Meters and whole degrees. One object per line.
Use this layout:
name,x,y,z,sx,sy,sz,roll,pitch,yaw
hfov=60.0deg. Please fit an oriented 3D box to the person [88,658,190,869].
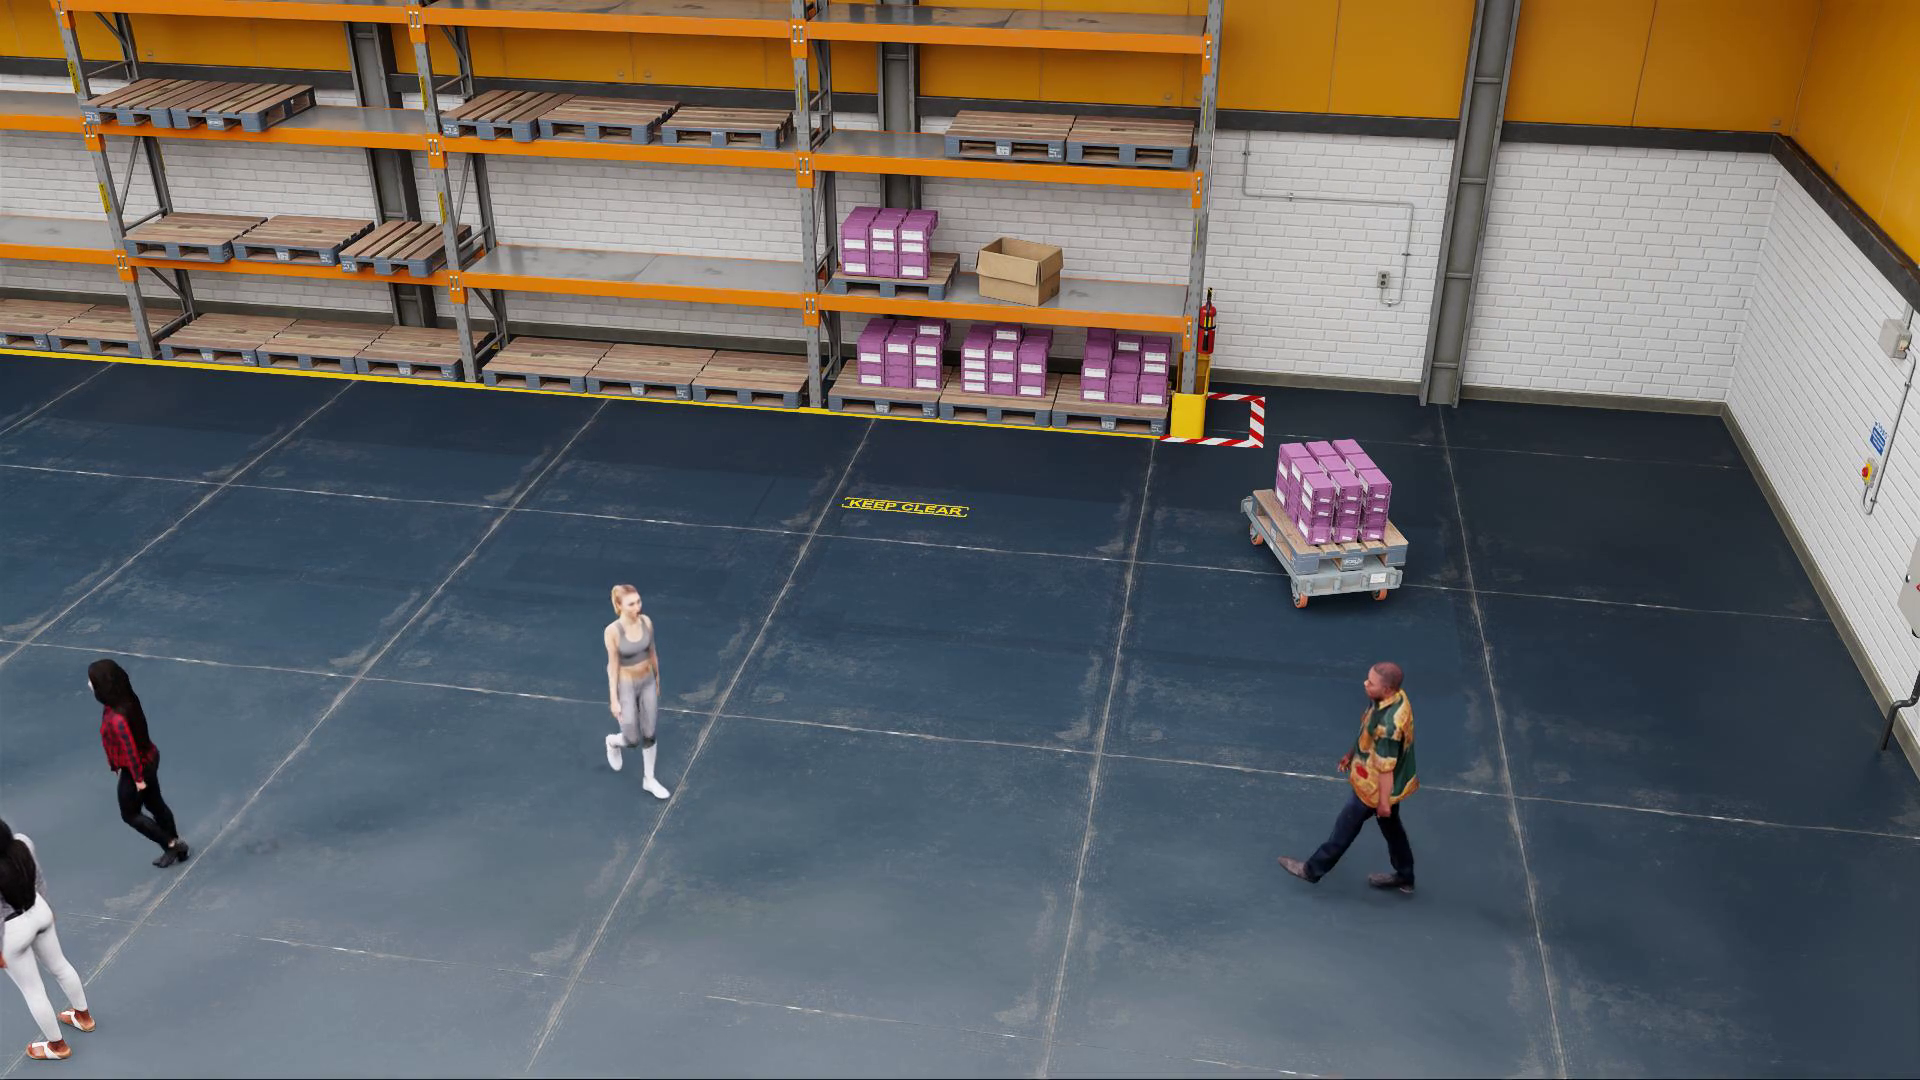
person,-5.366,1.480,11.041,0.708,1.648,0.683,-9,30,-17

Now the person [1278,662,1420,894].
person,2.803,1.575,10.749,1.160,1.761,0.786,9,30,16

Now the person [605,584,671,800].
person,-2.354,1.044,11.791,0.853,1.695,0.955,-25,37,-37

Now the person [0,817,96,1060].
person,-5.381,2.247,9.558,0.507,1.723,0.607,7,29,12
